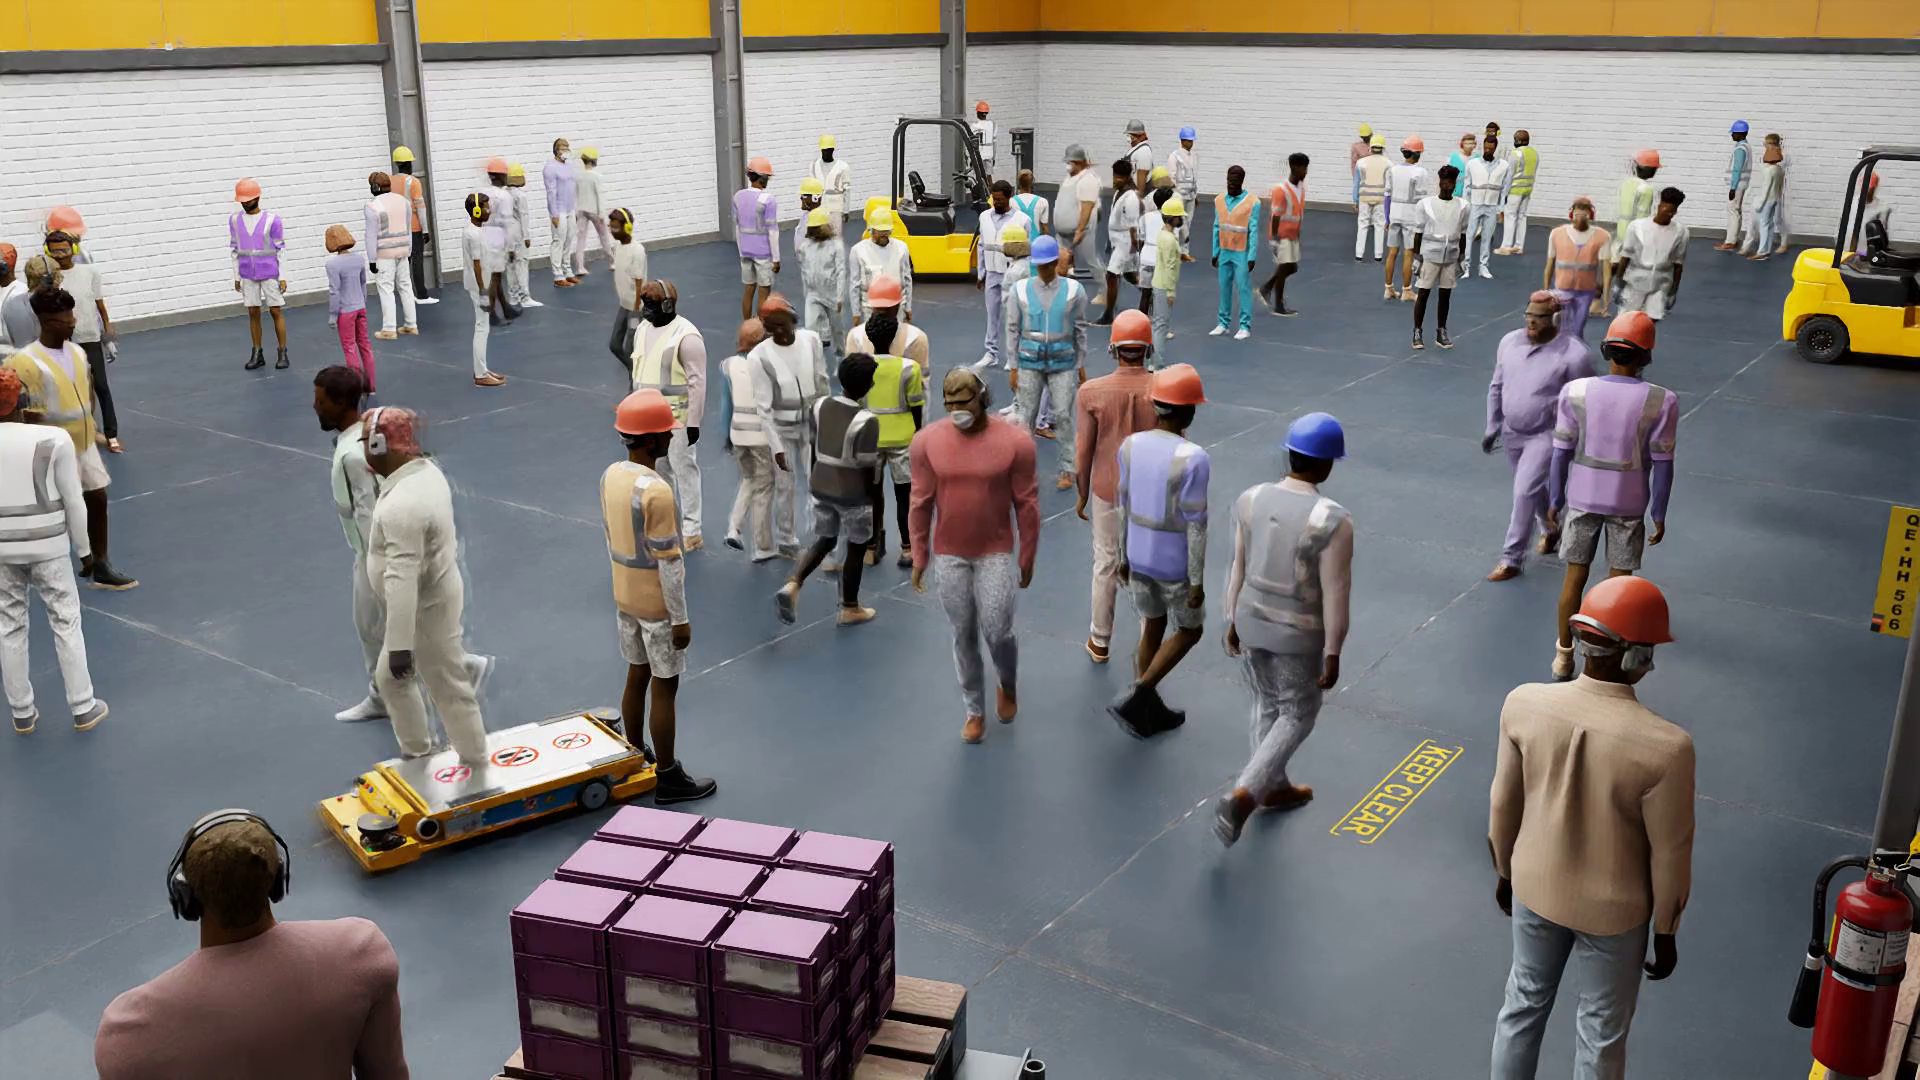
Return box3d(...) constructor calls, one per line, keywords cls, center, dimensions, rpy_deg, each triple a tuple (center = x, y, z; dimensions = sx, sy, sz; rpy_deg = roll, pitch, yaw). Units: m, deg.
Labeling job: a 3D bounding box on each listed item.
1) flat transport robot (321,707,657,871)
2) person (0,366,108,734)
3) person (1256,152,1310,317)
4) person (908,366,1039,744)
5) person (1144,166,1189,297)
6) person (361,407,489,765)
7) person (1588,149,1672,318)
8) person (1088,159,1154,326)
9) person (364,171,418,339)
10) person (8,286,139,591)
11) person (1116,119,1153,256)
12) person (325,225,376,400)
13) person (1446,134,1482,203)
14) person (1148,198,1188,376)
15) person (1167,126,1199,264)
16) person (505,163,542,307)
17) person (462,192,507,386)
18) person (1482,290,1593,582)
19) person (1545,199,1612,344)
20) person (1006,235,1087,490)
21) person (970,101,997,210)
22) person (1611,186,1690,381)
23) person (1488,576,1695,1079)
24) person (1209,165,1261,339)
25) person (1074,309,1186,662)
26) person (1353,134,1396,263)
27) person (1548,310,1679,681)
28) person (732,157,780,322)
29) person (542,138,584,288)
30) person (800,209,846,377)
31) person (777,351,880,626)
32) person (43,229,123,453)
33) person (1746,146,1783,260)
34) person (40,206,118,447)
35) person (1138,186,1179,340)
box3d(cls="flat transport robot", center=(-2.117, 1.107, 7.654), dimensions=(1.431, 0.197, 0.652), rpy_deg=(-13, 22, -35))
box3d(cls="person", center=(-4.690, 0.059, 8.361), dimensions=(0.592, 1.872, 0.368), rpy_deg=(-4, 18, -12))
box3d(cls="person", center=(3.841, -3.651, 19.833), dimensions=(0.585, 1.942, 0.646), rpy_deg=(15, 23, 39))
box3d(cls="person", center=(0.062, 0.082, 8.205), dimensions=(0.641, 1.916, 0.427), rpy_deg=(3, 18, 9))
box3d(cls="person", center=(2.516, -3.776, 20.656), dimensions=(0.501, 1.682, 0.933), rpy_deg=(10, 20, 29))
box3d(cls="person", center=(-2.473, 0.339, 7.460), dimensions=(0.697, 1.868, 0.799), rpy_deg=(-4, 18, -11))
box3d(cls="person", center=(7.938, -3.586, 19.565), dimensions=(1.053, 1.984, 0.619), rpy_deg=(-5, 18, -14))
box3d(cls="person", center=(1.970, -3.413, 19.121), dimensions=(0.885, 1.932, 0.632), rpy_deg=(-1, 18, -2))
box3d(cls="person", center=(-6.348, -3.159, 18.480), dimensions=(0.429, 1.837, 0.629), rpy_deg=(10, 20, 28))
box3d(cls="person", center=(-5.593, -0.604, 10.292), dimensions=(0.654, 1.944, 0.611), rpy_deg=(4, 18, 11))
box3d(cls="person", center=(2.508, -5.056, 24.072), dimensions=(0.534, 2.000, 0.681), rpy_deg=(-2, 18, -5))
box3d(cls="person", center=(-5.724, -2.129, 15.578), dimensions=(0.289, 1.632, 0.498), rpy_deg=(5, 19, 17))
box3d(cls="person", center=(7.347, -4.952, 24.116), dimensions=(0.593, 1.810, 0.835), rpy_deg=(-4, 18, -12))
box3d(cls="person", center=(2.064, -2.498, 16.514), dimensions=(0.331, 1.768, 0.526), rpy_deg=(-1, 18, -2))
box3d(cls="person", center=(3.212, -4.940, 23.858), dimensions=(0.617, 1.946, 0.396), rpy_deg=(-16, 24, -41))
box3d(cls="person", center=(-5.426, -3.751, 20.468), dimensions=(0.314, 1.744, 0.487), rpy_deg=(-16, 24, -42))
box3d(cls="person", center=(-4.646, -2.426, 16.143), dimensions=(0.322, 1.862, 0.512), rpy_deg=(-5, 19, -17))
box3d(cls="person", center=(3.771, -0.713, 10.800), dimensions=(0.975, 1.866, 0.636), rpy_deg=(-12, 21, -34))
box3d(cls="person", center=(5.957, -2.370, 16.054), dimensions=(0.607, 1.798, 0.860), rpy_deg=(6, 19, 17))
box3d(cls="person", center=(0.655, -1.345, 12.621), dimensions=(0.615, 1.945, 0.410), rpy_deg=(1, 18, 5))
box3d(cls="person", center=(0.412, -6.976, 30.235), dimensions=(0.552, 1.942, 0.342), rpy_deg=(-12, 21, -32))
box3d(cls="person", center=(6.697, -2.496, 16.244), dimensions=(0.675, 1.929, 0.663), rpy_deg=(4, 18, 12))
box3d(cls="person", center=(1.888, 1.065, 5.012), dimensions=(0.391, 1.986, 0.608), rpy_deg=(-16, 24, -40))
box3d(cls="person", center=(3.064, -3.198, 18.481), dimensions=(0.587, 1.910, 0.397), rpy_deg=(17, 24, 42))
box3d(cls="person", center=(0.936, -0.282, 9.210), dimensions=(0.612, 1.997, 0.375), rpy_deg=(1, 18, 2))
box3d(cls="person", center=(5.949, -4.900, 23.945), dimensions=(0.587, 1.824, 0.404), rpy_deg=(5, 18, 15))
box3d(cls="person", center=(3.478, -0.212, 8.918), dimensions=(0.614, 2.040, 0.390), rpy_deg=(10, 20, 29))
box3d(cls="person", center=(-2.167, -3.121, 18.050), dimensions=(0.610, 2.030, 0.409), rpy_deg=(14, 22, 37))
box3d(cls="person", center=(-5.222, -4.302, 21.883), dimensions=(0.375, 1.936, 0.627), rpy_deg=(5, 18, 15))
box3d(cls="person", center=(-1.335, -2.378, 16.246), dimensions=(0.503, 1.690, 0.901), rpy_deg=(6, 19, 17))
box3d(cls="person", center=(-0.741, -0.253, 9.637), dimensions=(0.574, 1.670, 0.601), rpy_deg=(15, 23, 39))
box3d(cls="person", center=(-7.193, -1.605, 13.584), dimensions=(0.526, 1.856, 0.343), rpy_deg=(-10, 20, -28))
box3d(cls="person", center=(11.786, -4.918, 24.294), dimensions=(0.499, 1.634, 0.279), rpy_deg=(-17, 24, -42))
box3d(cls="person", center=(-7.289, -1.737, 13.733), dimensions=(0.480, 2.021, 0.602), rpy_deg=(2, 18, 5))
box3d(cls="person", center=(2.196, -3.056, 18.384), dimensions=(0.530, 1.688, 0.324), rpy_deg=(16, 24, 40))
